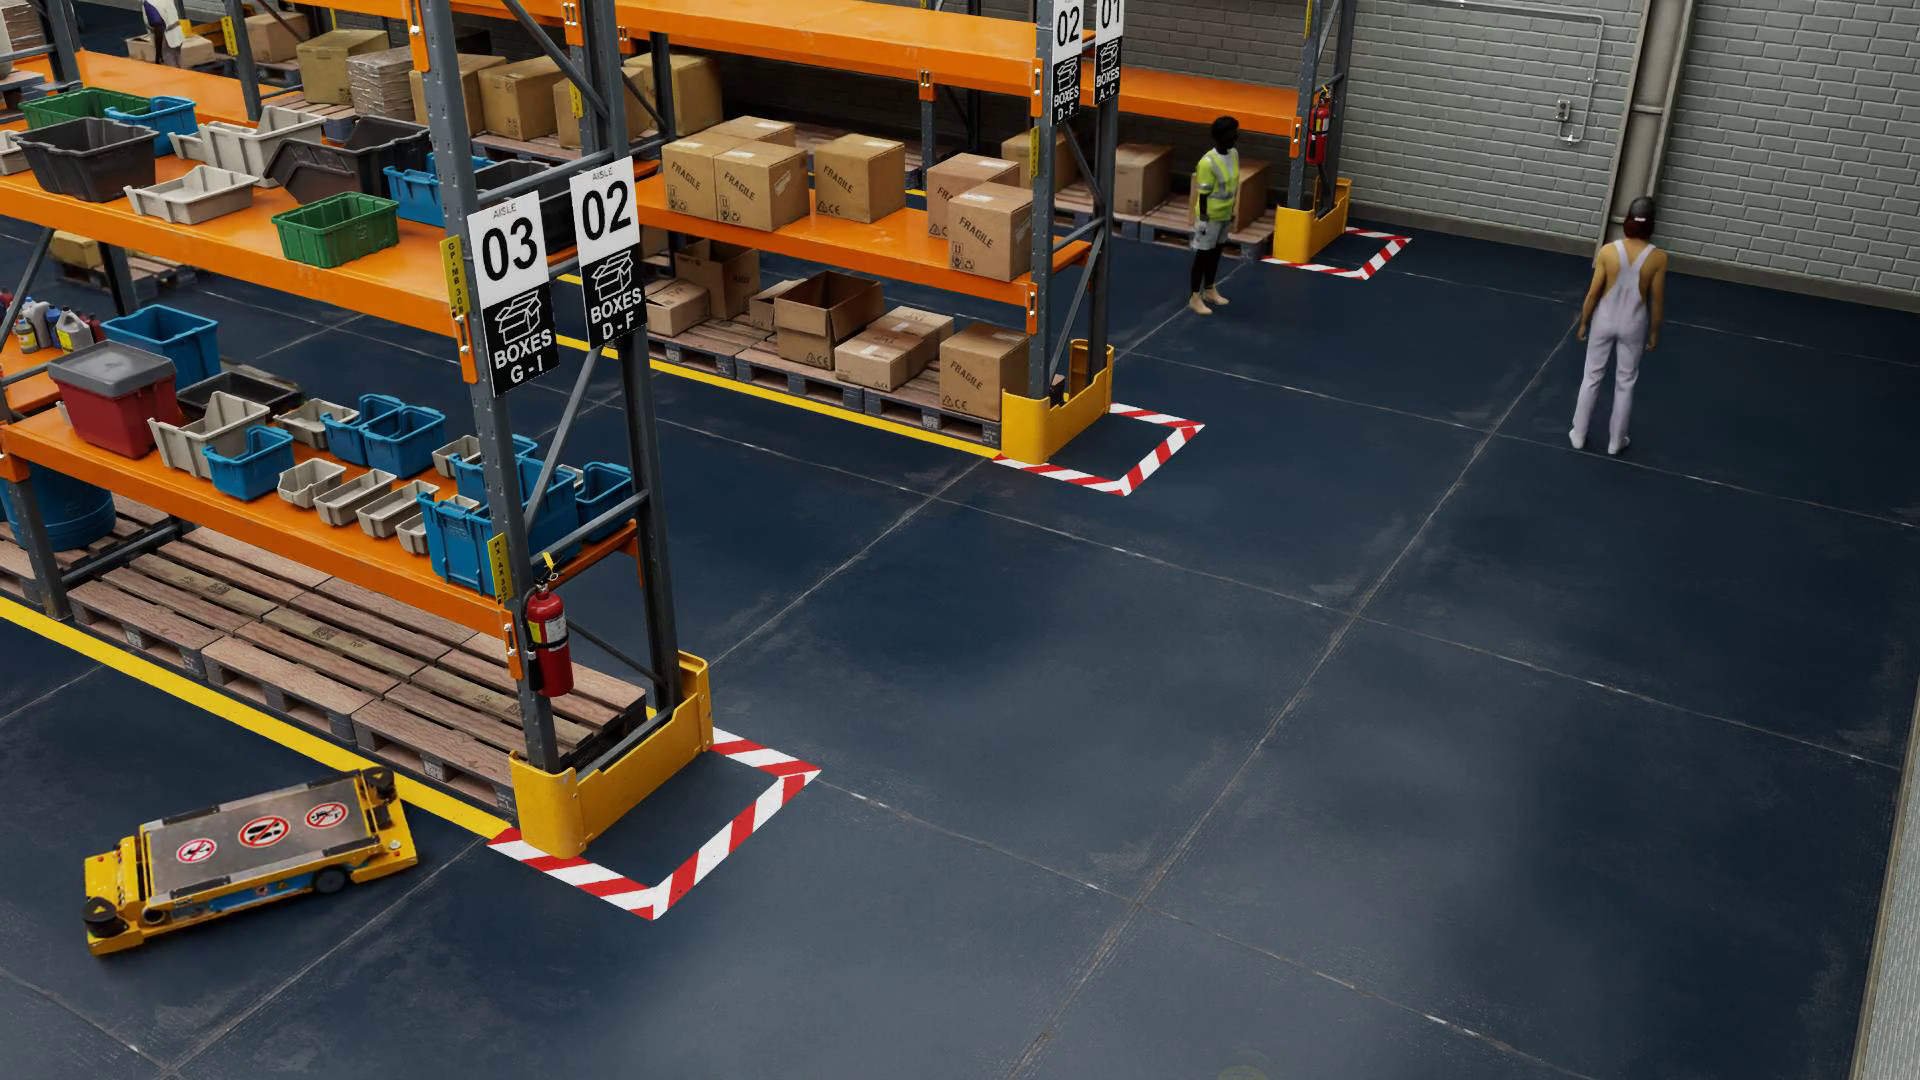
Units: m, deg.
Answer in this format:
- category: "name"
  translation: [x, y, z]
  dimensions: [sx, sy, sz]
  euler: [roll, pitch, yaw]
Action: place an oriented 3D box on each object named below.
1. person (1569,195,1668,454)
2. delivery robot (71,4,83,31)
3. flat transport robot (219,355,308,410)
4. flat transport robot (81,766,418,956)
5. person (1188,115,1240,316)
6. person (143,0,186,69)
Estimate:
- category: "person"
  translation: [4.654, -1.520, 11.724]
  dimensions: [0.529, 1.860, 0.392]
  euler: [12, 31, 21]
- category: "delivery robot"
  translation: [-13.052, -7.639, 24.043]
  dimensions: [0.525, 0.592, 0.764]
  euler: [-18, 34, -29]
- category: "flat transport robot"
  translation: [-5.639, -1.110, 12.624]
  dimensions: [1.431, 0.231, 0.659]
  euler: [18, 34, 30]
- category: "flat transport robot"
  translation: [-3.383, 1.505, 7.934]
  dimensions: [1.431, 0.231, 0.659]
  euler: [-13, 32, -22]
- category: "person"
  translation: [2.175, -2.761, 14.118]
  dimensions: [0.317, 1.696, 0.539]
  euler: [21, 35, 33]
- category: "person"
  translation: [-9.176, -5.721, 19.279]
  dimensions: [0.373, 1.842, 0.568]
  euler: [-1, 29, -2]
